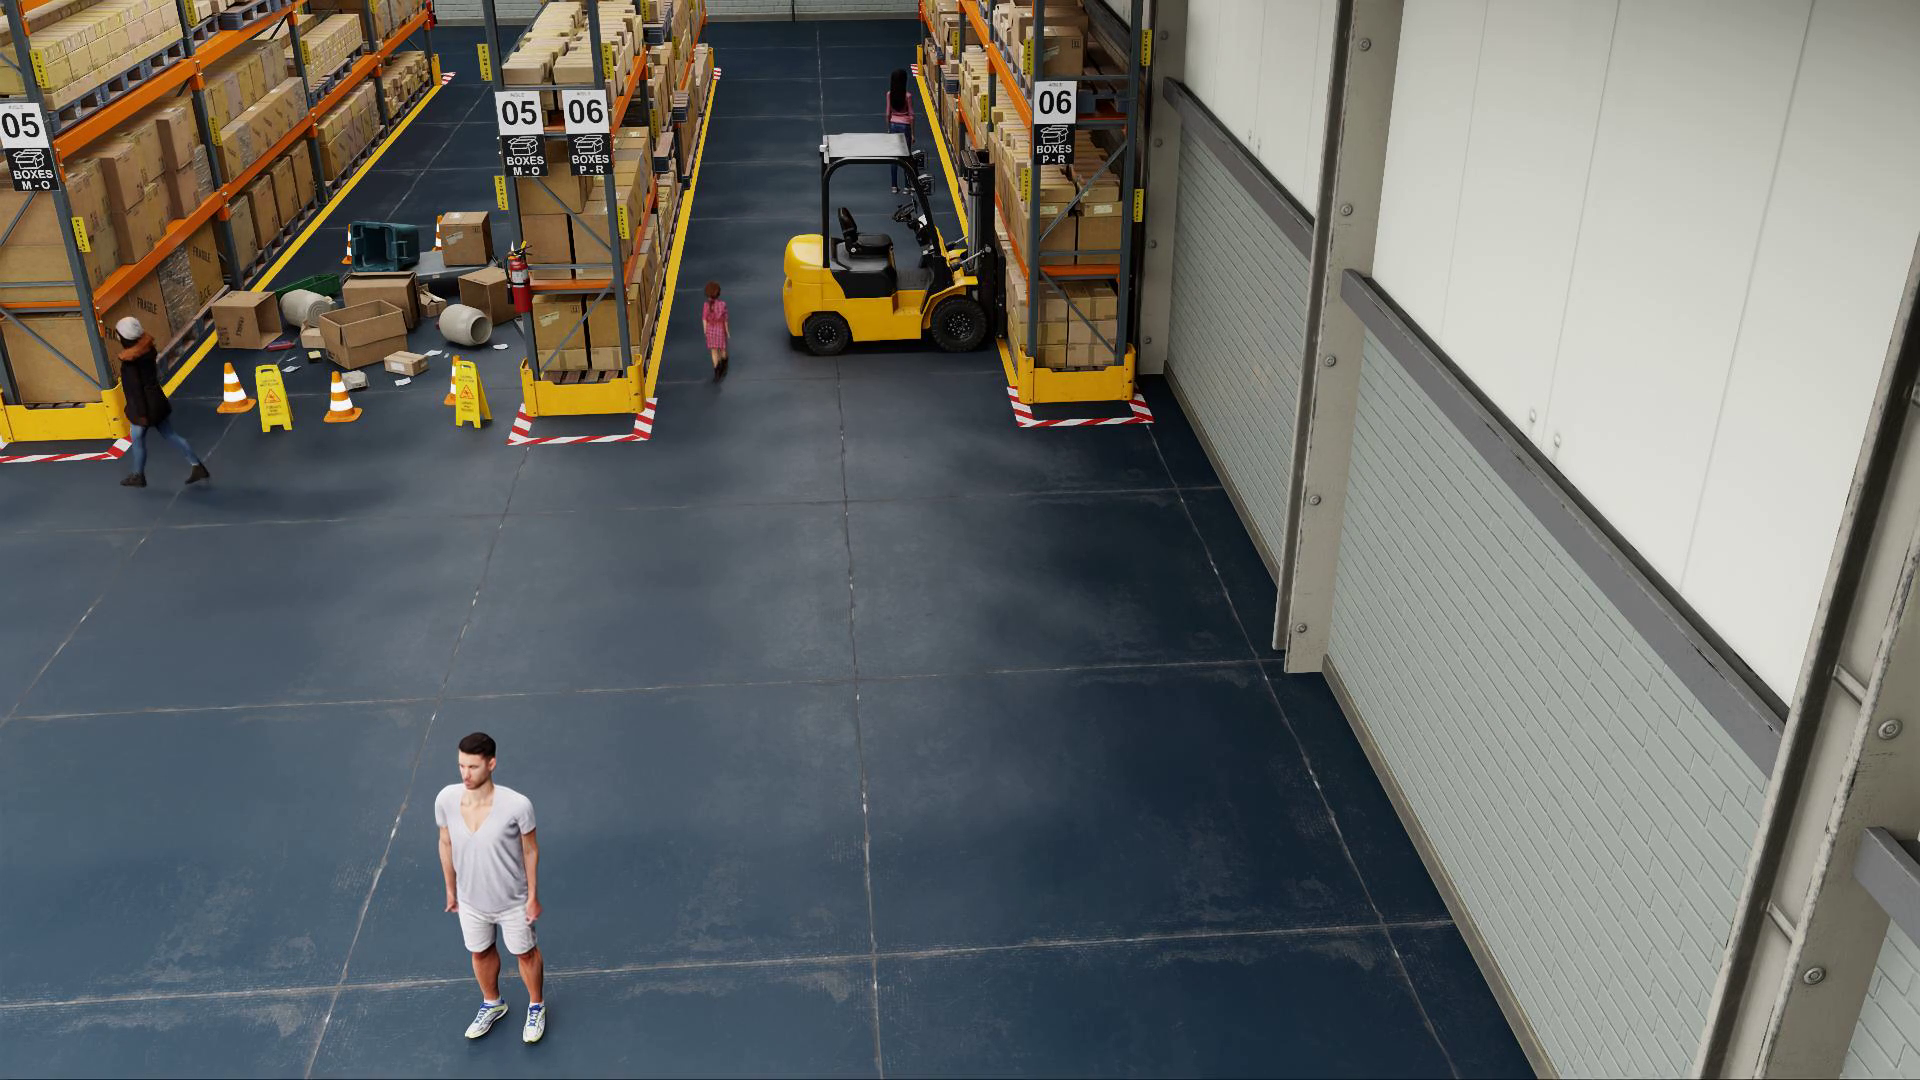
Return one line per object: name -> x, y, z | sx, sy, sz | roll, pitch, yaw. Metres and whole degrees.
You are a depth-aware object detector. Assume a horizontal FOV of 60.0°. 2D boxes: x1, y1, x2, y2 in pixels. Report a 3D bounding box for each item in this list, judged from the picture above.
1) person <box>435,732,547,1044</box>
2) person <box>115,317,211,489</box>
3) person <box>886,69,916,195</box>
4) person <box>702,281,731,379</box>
person -> -2.423, 1.800, 8.666 | 0.722, 1.856, 0.643 | 3, 27, 6
person -> -7.121, -1.185, 14.742 | 0.784, 1.601, 1.010 | 1, 27, 1
person -> -0.851, -5.790, 23.530 | 0.636, 1.742, 0.639 | 10, 29, 19
person -> -2.547, -2.181, 17.325 | 0.468, 1.006, 0.702 | 0, 27, 0
